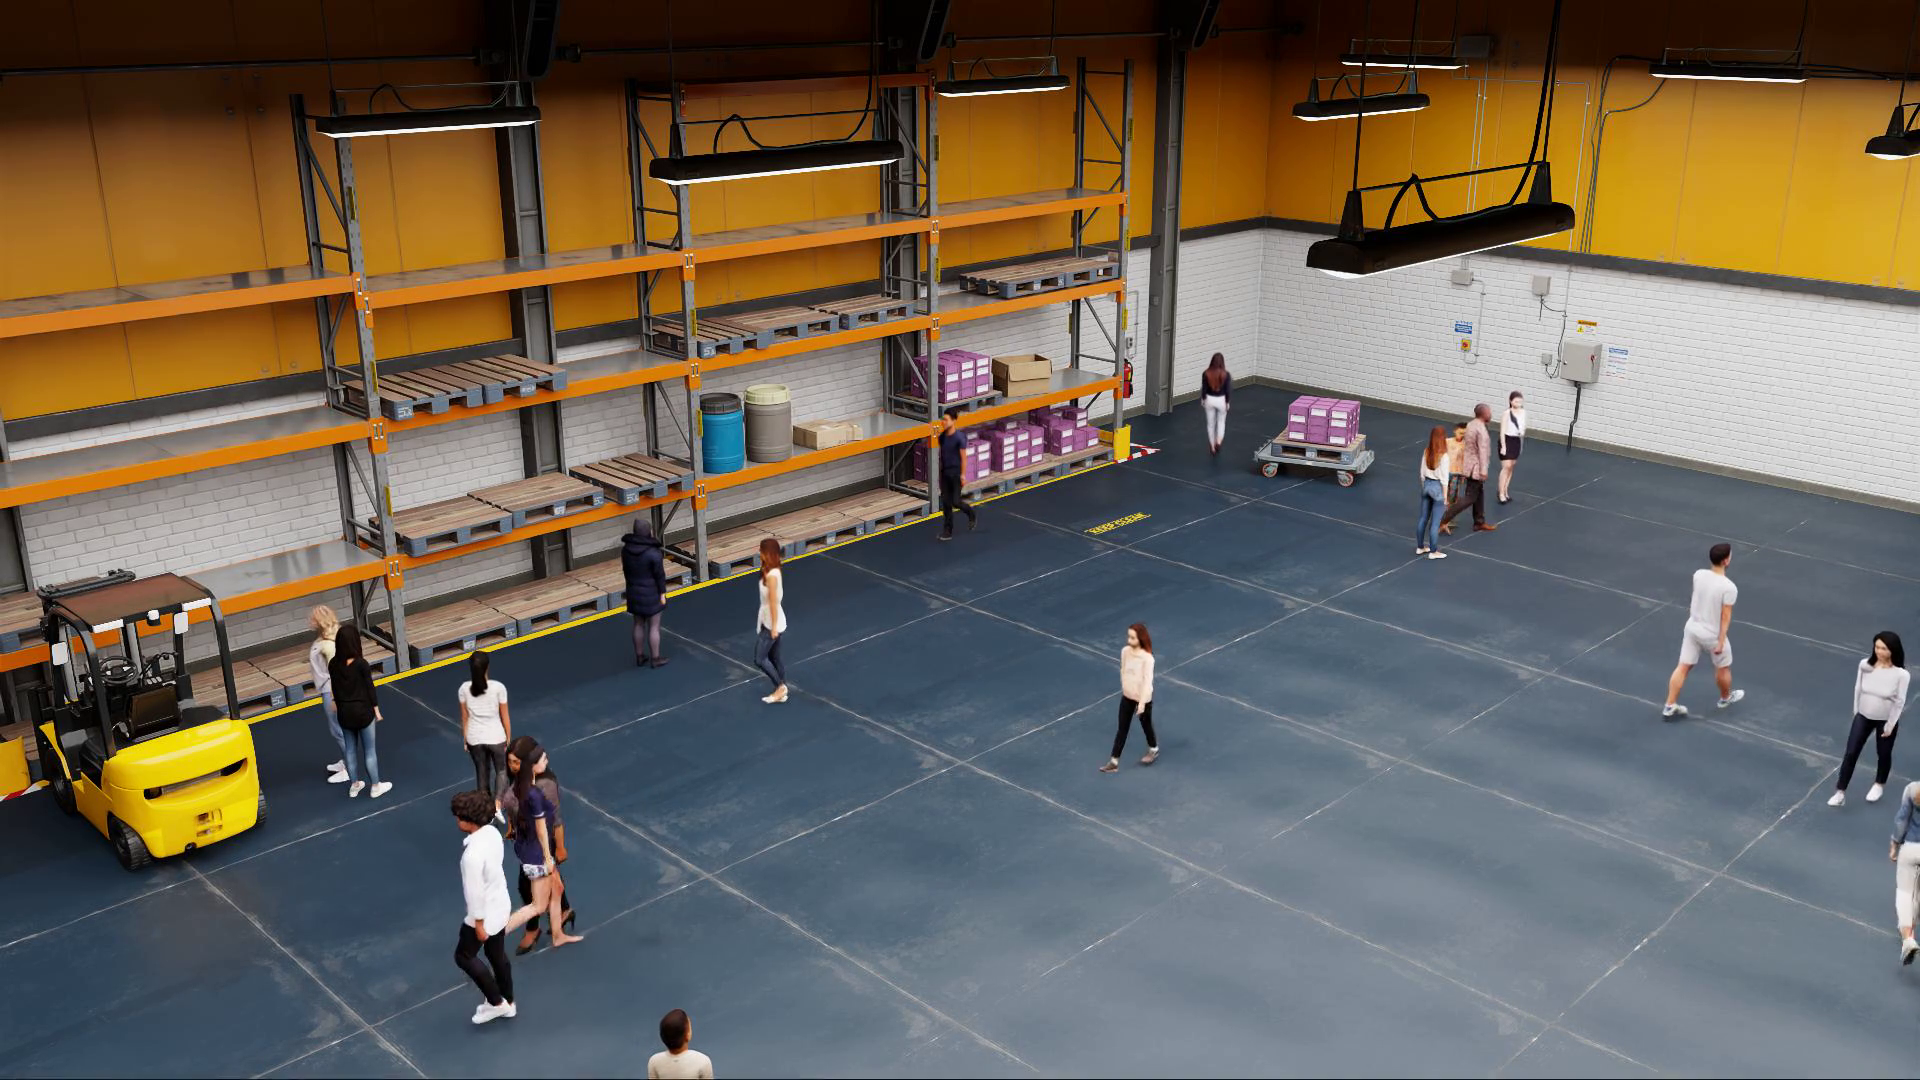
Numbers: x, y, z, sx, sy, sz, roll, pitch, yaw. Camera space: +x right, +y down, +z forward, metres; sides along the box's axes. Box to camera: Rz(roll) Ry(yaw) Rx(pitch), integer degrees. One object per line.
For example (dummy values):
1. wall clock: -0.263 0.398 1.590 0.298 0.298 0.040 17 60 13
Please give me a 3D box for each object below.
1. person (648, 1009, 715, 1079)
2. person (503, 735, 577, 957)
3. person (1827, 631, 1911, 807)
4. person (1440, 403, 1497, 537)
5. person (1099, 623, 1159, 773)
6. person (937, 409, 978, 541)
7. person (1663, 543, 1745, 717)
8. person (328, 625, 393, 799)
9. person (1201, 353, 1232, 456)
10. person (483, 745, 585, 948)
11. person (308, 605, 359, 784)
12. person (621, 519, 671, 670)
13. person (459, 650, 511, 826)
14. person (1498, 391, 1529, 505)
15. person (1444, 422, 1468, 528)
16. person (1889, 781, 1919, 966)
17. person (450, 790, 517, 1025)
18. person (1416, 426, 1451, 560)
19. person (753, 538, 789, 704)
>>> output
1. person: -1.620 3.418 9.748 0.629 1.465 0.692 0 19 -1
2. person: -3.107 2.273 12.620 0.783 1.802 0.750 -14 23 -36
3. person: 8.258 1.589 14.869 0.986 1.663 0.641 -16 25 -40
4. person: 6.773 -0.939 22.163 1.222 1.799 1.148 0 19 -1
5. person: 1.710 1.468 15.573 0.563 1.442 0.962 18 25 42
6. person: -0.037 -0.880 22.015 0.648 1.781 0.890 17 25 42
7. person: 7.365 0.941 16.578 1.280 1.800 0.915 -10 21 -27
8. person: -5.458 1.543 15.031 0.656 1.646 0.691 3 19 8
9. person: 3.987 -2.103 25.956 0.879 1.584 0.994 3 19 9
10. person: -3.248 2.380 12.405 1.076 1.735 0.802 -9 21 -25
11. person: -5.774 1.399 15.337 0.658 1.724 0.697 -7 20 -21
12. person: -3.394 0.565 17.892 0.765 1.674 0.770 8 20 22
13. person: -4.110 1.763 14.406 0.853 1.628 0.887 -2 19 -7
14. person: 7.789 -1.328 23.569 0.659 1.637 0.721 -9 21 -26
15. person: 6.704 -0.907 22.621 0.646 1.445 0.710 13 22 33
16. person: 7.248 2.385 12.475 0.900 1.683 1.099 6 20 18
17. person: -3.257 2.582 11.706 0.811 1.799 0.733 2 19 6
18. person: 6.075 -0.624 21.336 0.598 1.728 0.628 -10 21 -27
19. person: -1.821 0.843 16.907 0.758 1.775 0.719 -3 19 -8
